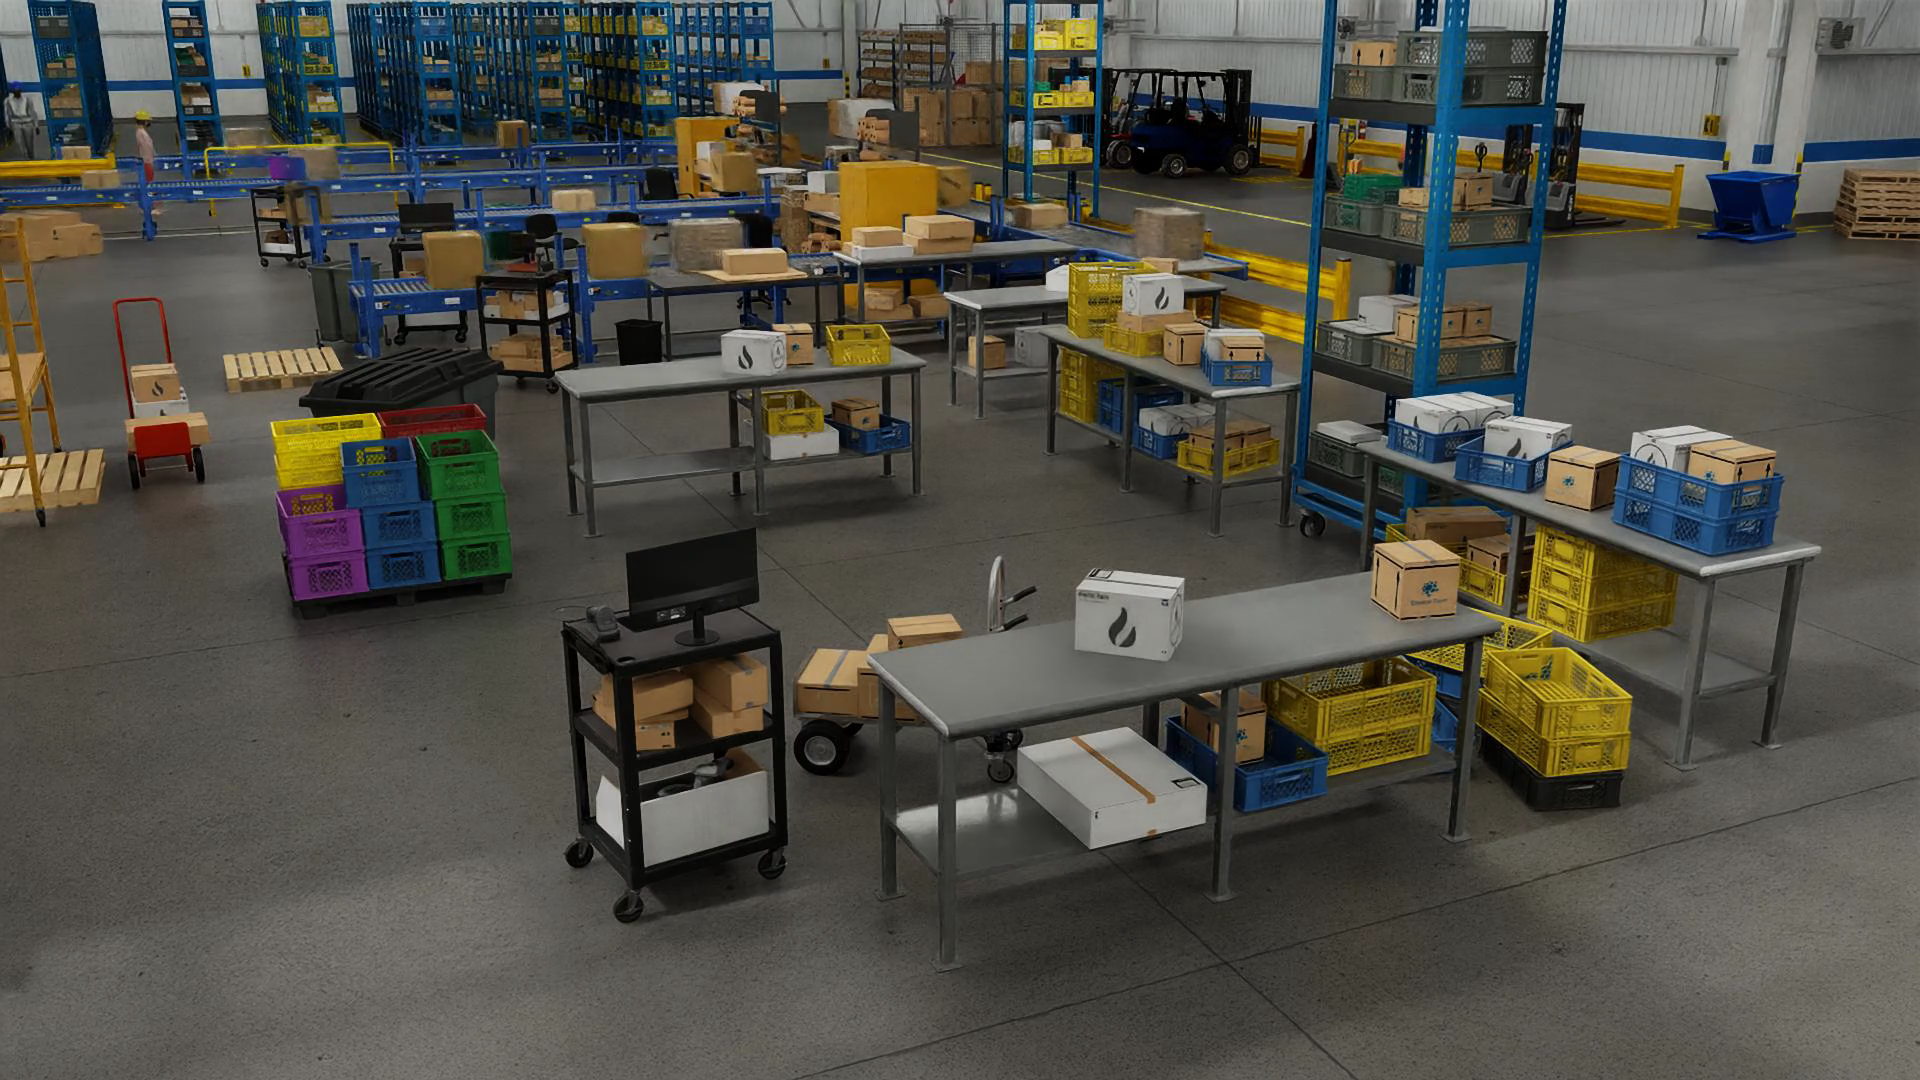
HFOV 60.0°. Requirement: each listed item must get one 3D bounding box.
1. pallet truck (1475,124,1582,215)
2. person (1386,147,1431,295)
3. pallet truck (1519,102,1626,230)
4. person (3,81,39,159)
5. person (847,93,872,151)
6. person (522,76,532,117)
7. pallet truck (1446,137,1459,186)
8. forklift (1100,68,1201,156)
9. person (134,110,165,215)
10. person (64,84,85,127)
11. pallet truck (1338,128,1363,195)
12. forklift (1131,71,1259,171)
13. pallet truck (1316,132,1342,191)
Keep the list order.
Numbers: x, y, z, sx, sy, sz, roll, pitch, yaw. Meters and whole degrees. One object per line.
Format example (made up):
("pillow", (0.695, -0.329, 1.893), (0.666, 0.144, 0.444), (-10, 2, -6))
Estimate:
("pallet truck", (9.707, -6.455, 28.103), (1.885, 1.965, 0.823), (-7, 19, -20))
("person", (4.902, -3.341, 18.312), (0.626, 1.995, 1.038), (2, 18, 8))
("pallet truck", (9.972, -6.037, 26.785), (1.885, 1.965, 0.823), (-9, 20, -25))
("person", (-20.688, -9.140, 36.701), (0.615, 1.920, 0.905), (-10, 20, -29))
("person", (-1.889, -7.643, 32.040), (0.748, 1.882, 0.653), (10, 20, 30))
("person", (-11.672, -11.662, 44.757), (0.374, 1.840, 0.569), (-8, 19, -25))
("pallet truck", (9.184, -6.485, 29.328), (1.630, 1.274, 0.653), (-8, 19, -23))
("forklift", (4.082, -9.564, 37.410), (2.680, 1.987, 1.157), (-8, 19, -23))
("person", (-13.931, -6.474, 28.544), (0.331, 1.765, 0.533), (-12, 21, -34))
("person", (-22.101, -10.658, 41.692), (0.931, 1.796, 0.582), (-8, 19, -23))
("pallet truck", (7.845, -7.140, 31.411), (1.522, 1.261, 0.704), (-9, 20, -25))
("forklift", (4.998, -8.936, 35.413), (2.680, 1.987, 1.157), (-9, 20, -25))
("pallet truck", (7.723, -7.504, 32.656), (1.601, 1.201, 0.680), (-8, 19, -23))
